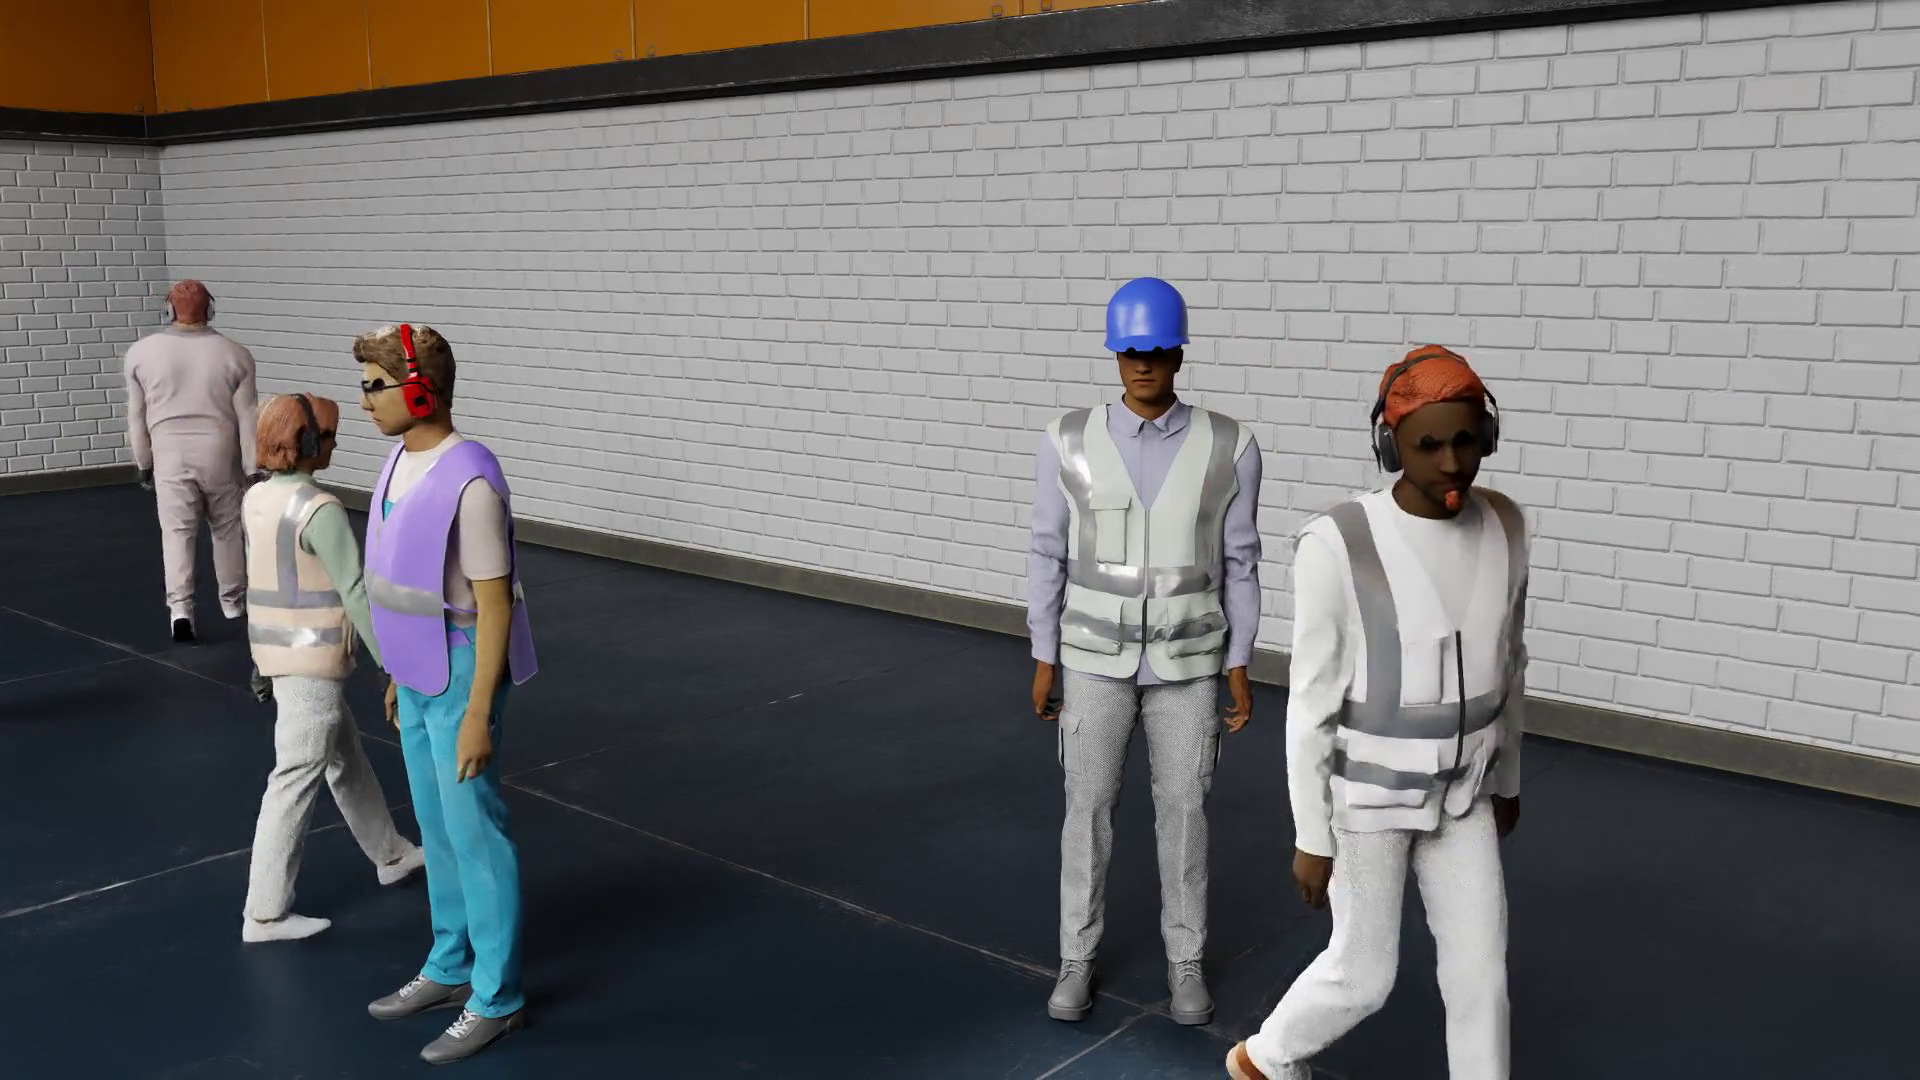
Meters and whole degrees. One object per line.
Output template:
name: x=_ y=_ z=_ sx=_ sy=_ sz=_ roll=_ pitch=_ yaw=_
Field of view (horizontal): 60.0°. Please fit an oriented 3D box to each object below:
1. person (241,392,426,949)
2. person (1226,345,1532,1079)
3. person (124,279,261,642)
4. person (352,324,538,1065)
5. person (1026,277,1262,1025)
person: x=-1.858 y=0.366 z=4.954 sx=0.742 sy=1.603 sz=0.518 roll=-9 pitch=13 yaw=-42
person: x=0.911 y=0.509 z=3.456 sx=0.662 sy=1.852 sz=0.804 roll=-4 pitch=11 yaw=-21
person: x=-4.004 y=-0.427 z=8.728 sx=0.655 sy=1.876 sz=0.930 roll=-3 pitch=11 yaw=-18
person: x=-1.285 y=0.379 z=4.197 sx=0.391 sy=1.838 sz=0.563 roll=-8 pitch=13 yaw=-37
person: x=0.474 y=0.299 z=4.342 sx=0.610 sy=1.947 sz=0.388 roll=1 pitch=10 yaw=5
